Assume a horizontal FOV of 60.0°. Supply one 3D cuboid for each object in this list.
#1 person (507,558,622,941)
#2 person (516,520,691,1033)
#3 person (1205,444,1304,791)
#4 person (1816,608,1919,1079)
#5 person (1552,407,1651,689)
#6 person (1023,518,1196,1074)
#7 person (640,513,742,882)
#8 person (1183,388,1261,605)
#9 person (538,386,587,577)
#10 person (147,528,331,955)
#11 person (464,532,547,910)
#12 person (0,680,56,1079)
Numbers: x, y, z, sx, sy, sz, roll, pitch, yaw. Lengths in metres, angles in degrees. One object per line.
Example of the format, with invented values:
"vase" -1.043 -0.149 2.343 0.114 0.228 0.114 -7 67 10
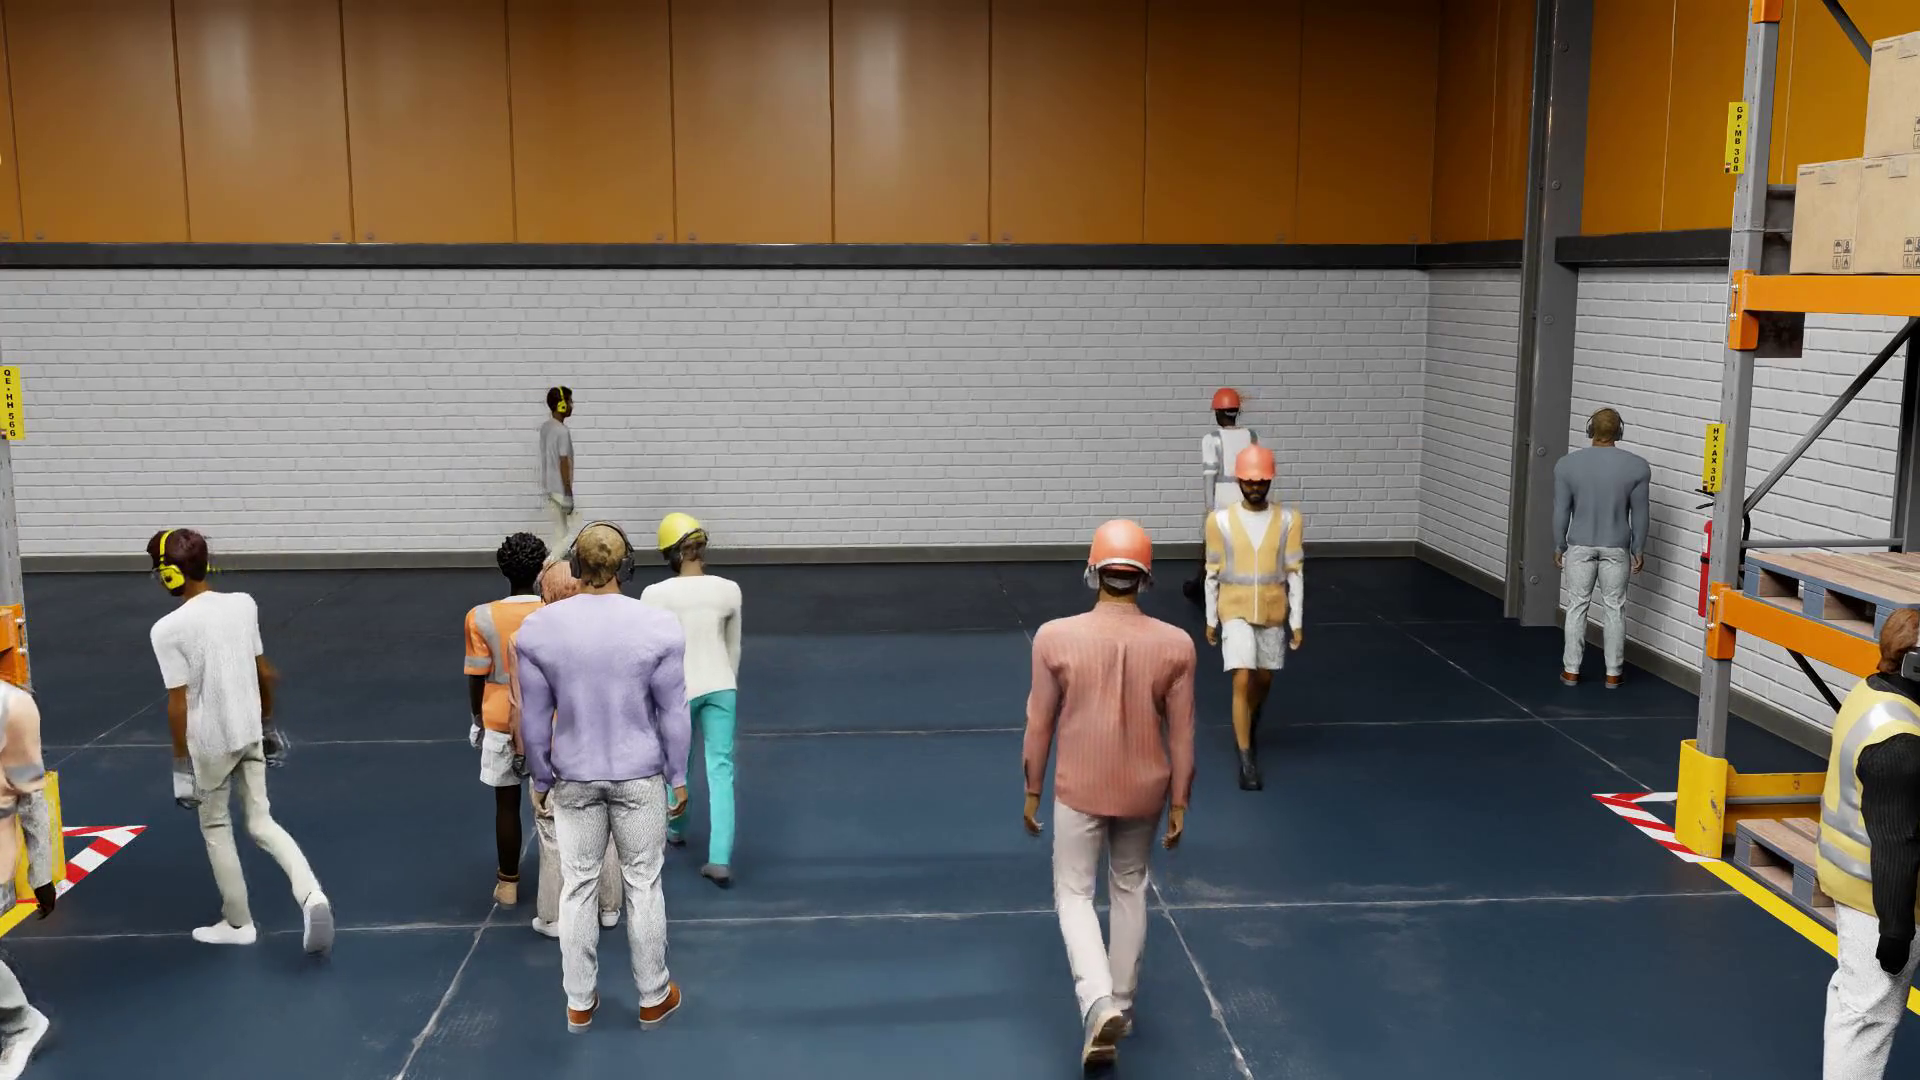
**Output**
"person" -1.664 0.892 7.110 0.514 1.641 0.309 -4 10 -26
"person" -1.313 0.886 6.217 0.630 1.940 0.371 0 9 -2
"person" 1.662 0.388 9.471 0.549 1.906 0.955 1 9 3
"person" 2.910 1.104 5.195 0.431 1.836 0.619 4 10 24
"person" 4.386 0.056 11.427 0.631 1.940 0.372 3 10 20
"person" 0.551 0.910 5.977 0.621 1.969 0.771 -1 9 -6
"person" -1.288 0.729 7.917 0.534 1.696 0.892 -5 10 -27
"person" 2.216 -0.326 13.968 0.553 1.888 0.977 -2 9 -15
"person" -3.547 -0.434 14.752 0.438 1.856 0.550 -7 11 -37
"person" -2.944 0.850 6.806 0.750 1.831 0.580 4 10 26
"person" -1.936 0.808 7.461 0.541 1.695 0.315 -3 10 -19
"person" -3.299 1.044 5.466 0.609 1.872 1.024 -1 9 -4
